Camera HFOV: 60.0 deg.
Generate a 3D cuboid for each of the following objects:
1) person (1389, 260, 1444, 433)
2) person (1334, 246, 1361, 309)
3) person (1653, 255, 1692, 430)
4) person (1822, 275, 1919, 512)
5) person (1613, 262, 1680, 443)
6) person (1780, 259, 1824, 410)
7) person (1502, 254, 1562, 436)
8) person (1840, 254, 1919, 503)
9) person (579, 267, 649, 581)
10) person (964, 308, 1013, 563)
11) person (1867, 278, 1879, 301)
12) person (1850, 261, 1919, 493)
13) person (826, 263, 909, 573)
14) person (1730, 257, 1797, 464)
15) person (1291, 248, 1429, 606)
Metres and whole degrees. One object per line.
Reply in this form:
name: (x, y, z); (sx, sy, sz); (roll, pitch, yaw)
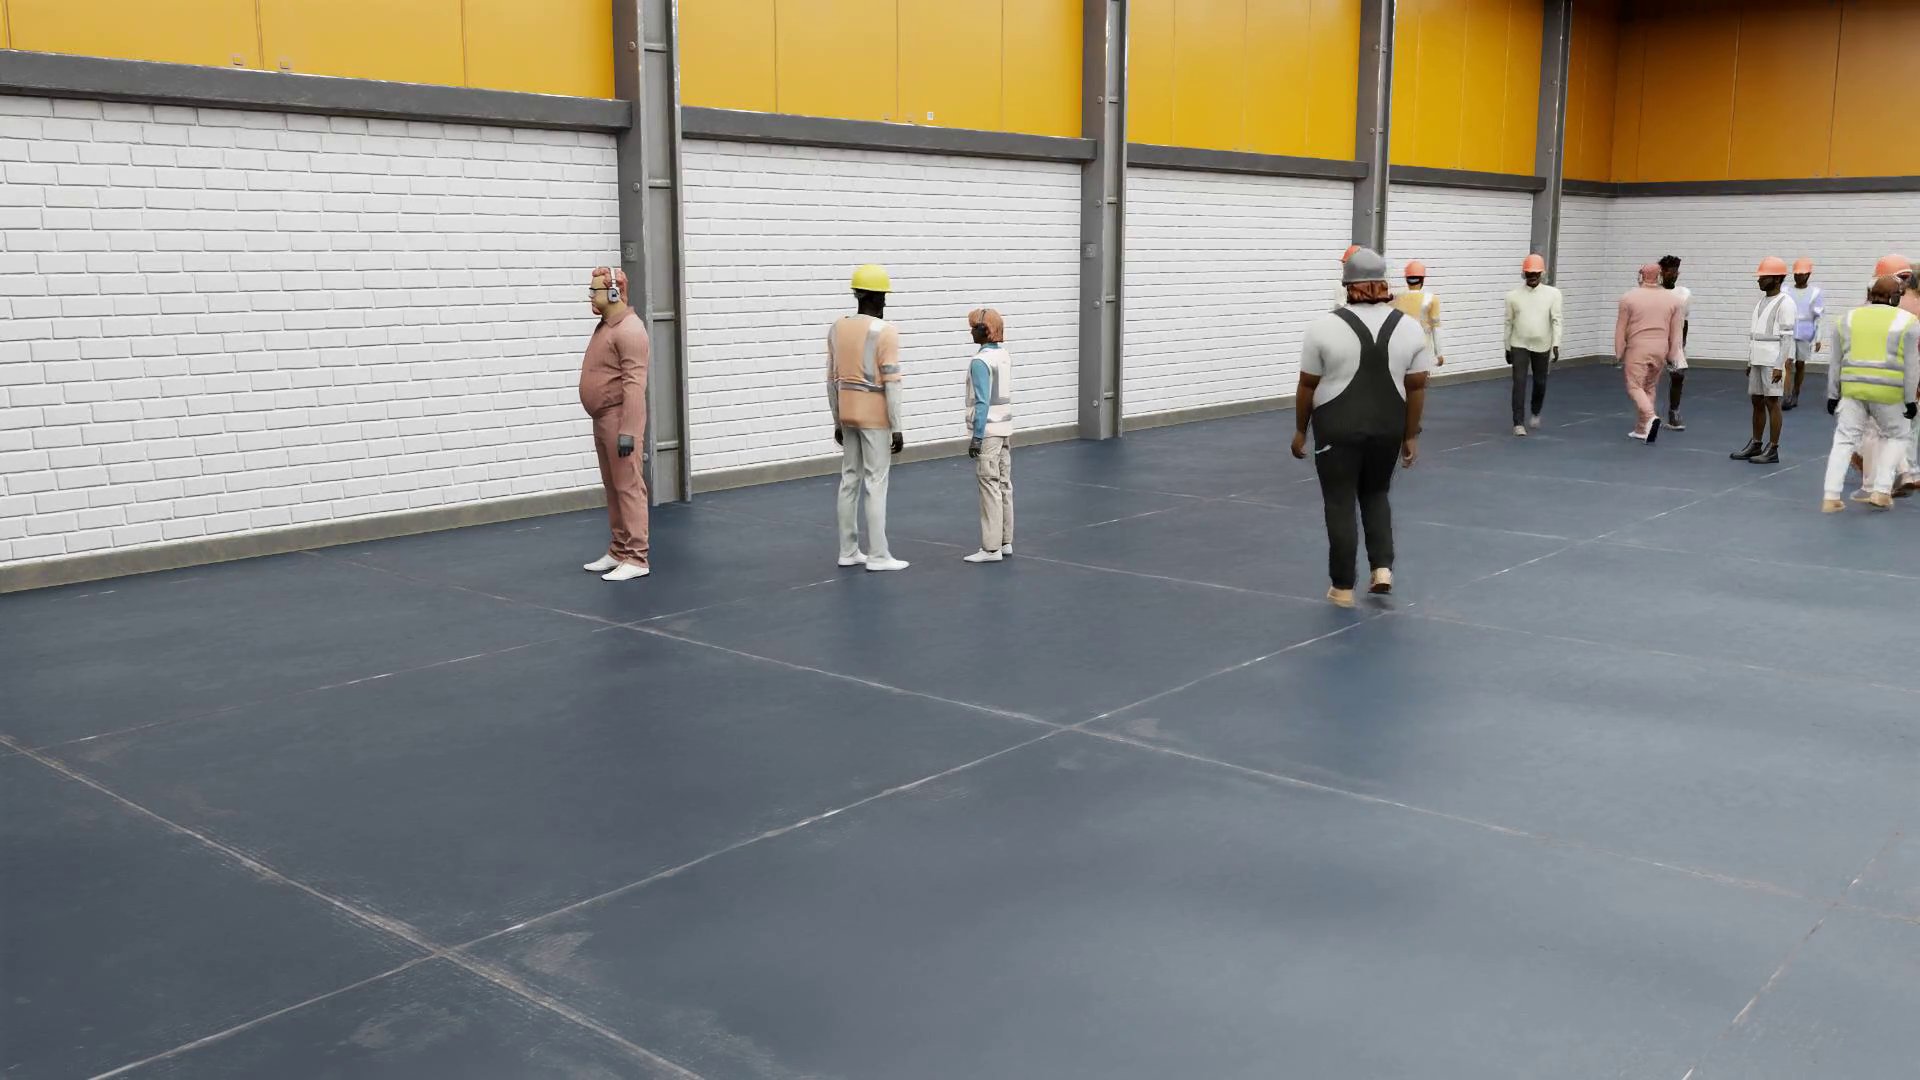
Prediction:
person: (4.821, -2.032, 17.778); (0.554, 1.903, 0.951); (8, 13, 38)
person: (4.414, -2.279, 18.749); (0.615, 2.042, 0.374); (-5, 11, -28)
person: (7.857, -2.179, 18.468); (0.618, 1.932, 0.806); (0, 10, -2)
person: (6.979, -1.100, 12.699); (0.642, 1.807, 0.659); (-8, 13, -38)
person: (7.190, -1.946, 17.339); (0.650, 1.879, 0.808); (-1, 10, -5)
person: (10.534, -2.581, 20.917); (0.558, 1.886, 1.023); (5, 11, 27)
person: (6.243, -2.138, 18.195); (0.606, 1.965, 0.853); (3, 10, 16)
person: (7.324, -1.269, 13.198); (0.620, 1.979, 0.424); (-2, 10, -11)
person: (-2.125, -0.710, 10.208); (0.408, 1.908, 0.646); (-5, 11, -27)
person: (0.188, -0.670, 10.739); (0.310, 1.638, 0.523); (4, 11, 20)
person: (12.729, -2.930, 22.815); (0.595, 1.917, 0.373); (3, 10, 16)
person: (7.852, -1.360, 13.864); (0.752, 1.921, 0.647); (8, 13, 39)
person: (-0.570, -0.761, 10.440); (0.593, 1.923, 0.384); (9, 13, 41)
person: (7.595, -1.687, 15.680); (0.357, 1.938, 0.542); (-1, 10, -7)
person: (2.236, -0.644, 9.449); (0.688, 2.000, 0.538); (-1, 10, -6)
